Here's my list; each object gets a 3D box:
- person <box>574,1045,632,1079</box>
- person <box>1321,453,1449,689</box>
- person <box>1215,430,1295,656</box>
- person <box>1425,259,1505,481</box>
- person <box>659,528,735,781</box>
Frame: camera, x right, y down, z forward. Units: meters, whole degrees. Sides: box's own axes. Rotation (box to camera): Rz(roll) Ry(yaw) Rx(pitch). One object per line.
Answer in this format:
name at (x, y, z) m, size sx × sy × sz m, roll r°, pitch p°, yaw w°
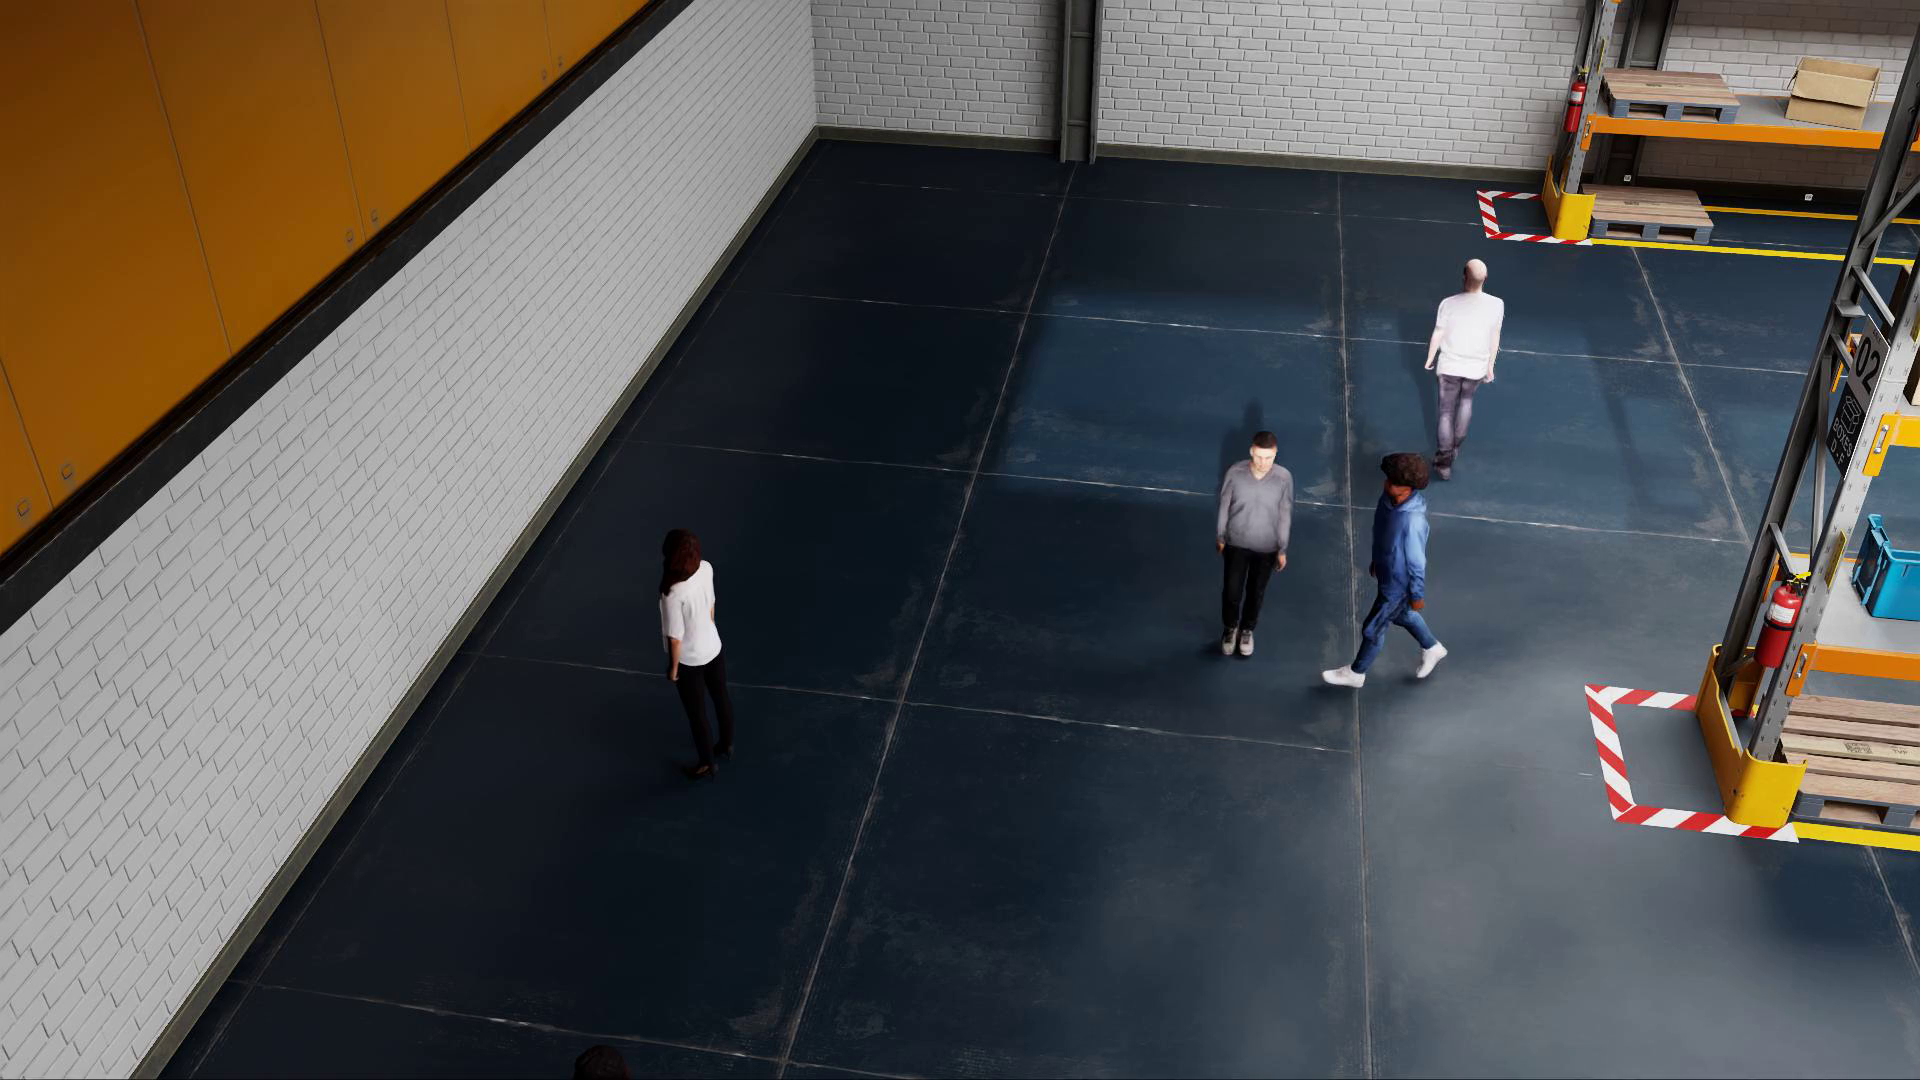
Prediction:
person at (-1.441, 2.748, 7.012) m, size 0.620 × 1.774 × 0.733 m, roll 23°, pitch 40°, yaw 30°
person at (2.926, 0.228, 10.805) m, size 1.162 × 1.772 × 0.827 m, roll -5°, pitch 34°, yaw -7°
person at (1.966, -0.024, 11.205) m, size 0.545 × 1.750 × 0.705 m, roll 3°, pitch 34°, yaw 4°
person at (3.957, -1.299, 13.060) m, size 0.774 × 1.818 × 0.800 m, roll 0°, pitch 34°, yaw 0°
person at (-1.585, 0.700, 10.075) m, size 0.634 × 1.794 × 0.674 m, roll 17°, pitch 37°, yaw 24°
